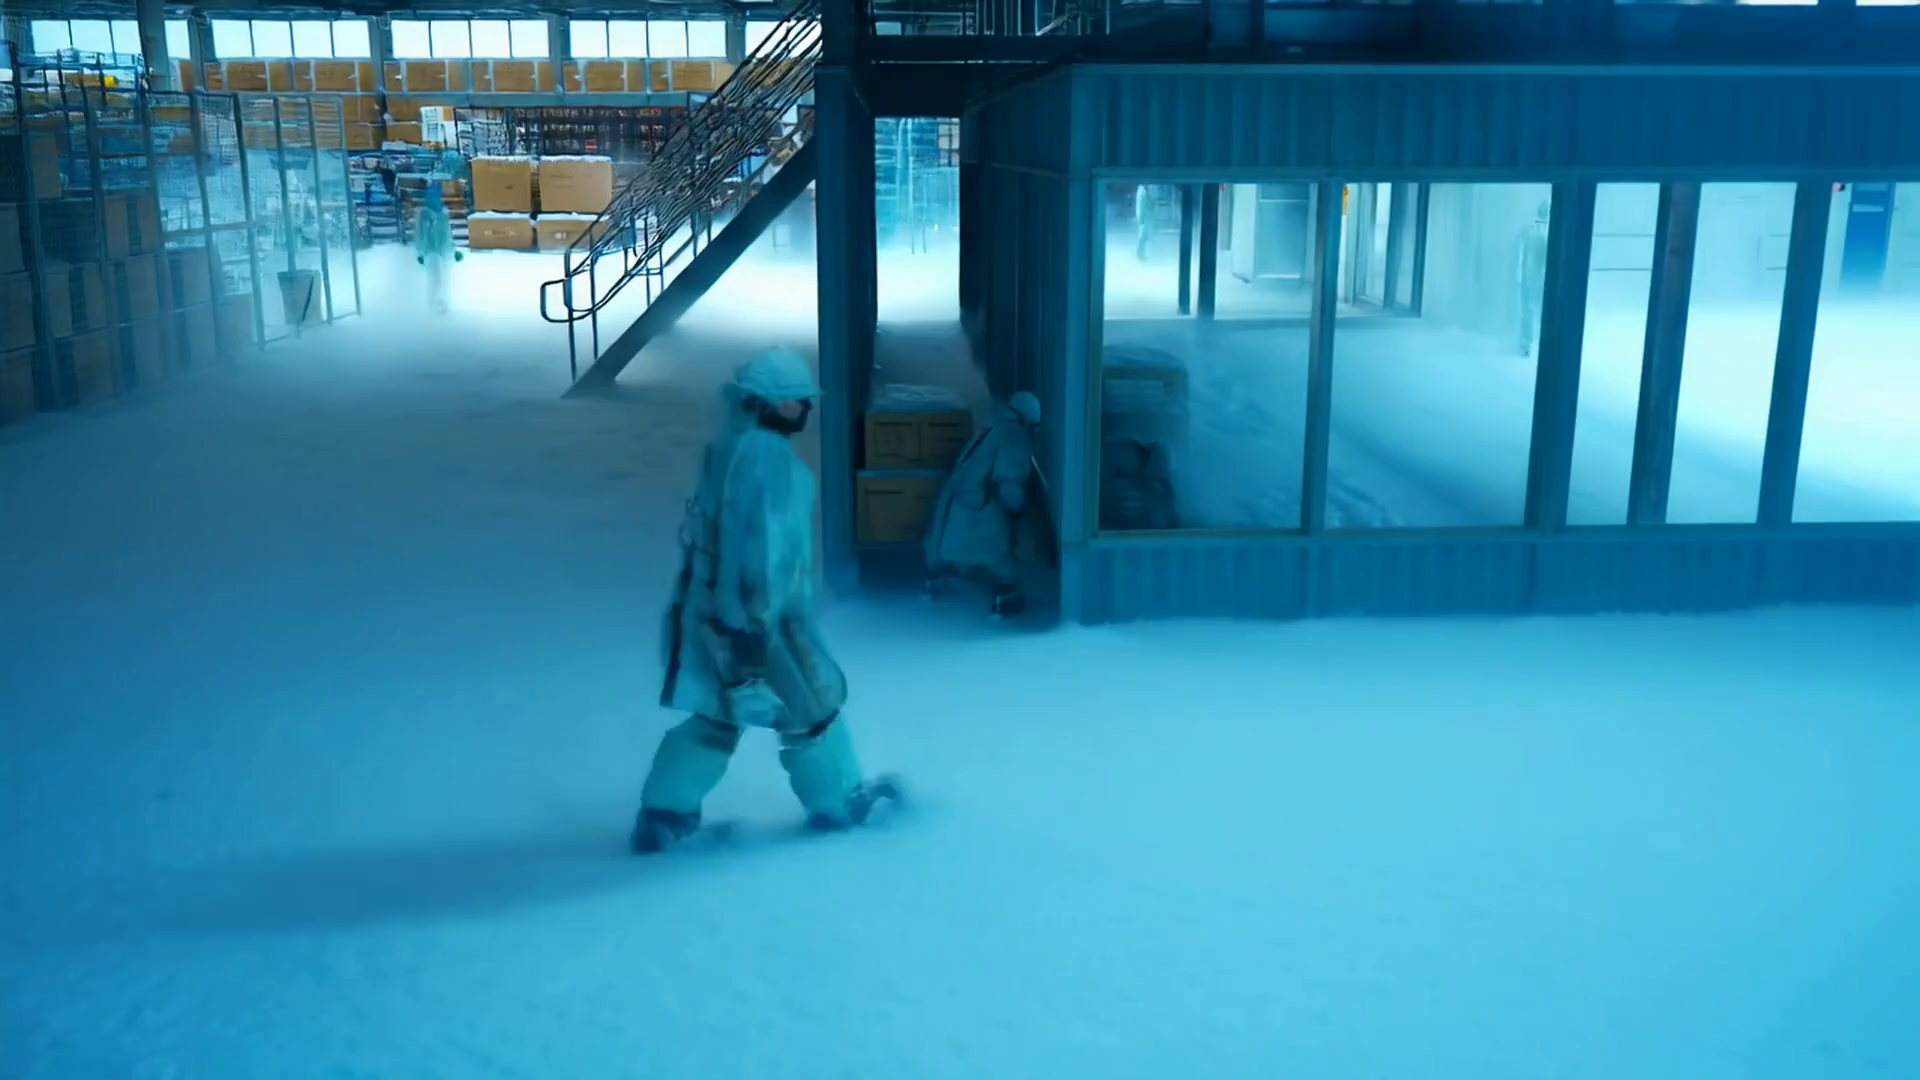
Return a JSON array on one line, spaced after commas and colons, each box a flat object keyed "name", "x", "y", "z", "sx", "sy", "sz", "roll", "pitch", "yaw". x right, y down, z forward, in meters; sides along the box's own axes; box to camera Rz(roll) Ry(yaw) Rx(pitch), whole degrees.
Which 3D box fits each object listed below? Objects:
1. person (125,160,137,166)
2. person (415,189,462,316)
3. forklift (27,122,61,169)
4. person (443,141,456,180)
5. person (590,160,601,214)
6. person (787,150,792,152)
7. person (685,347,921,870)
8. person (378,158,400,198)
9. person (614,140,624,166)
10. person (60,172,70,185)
[{"name": "person", "x": -34.898, "y": -15.565, "z": 70.074, "sx": 0.281, "sy": 1.633, "sz": 0.500, "roll": 13, "pitch": 19, "yaw": 41}, {"name": "person", "x": -7.503, "y": -4.179, "z": 24.192, "sx": 0.800, "sy": 1.810, "sz": 0.633, "roll": 6, "pitch": 15, "yaw": 24}, {"name": "forklift", "x": -35.376, "y": -14.773, "z": 64.377, "sx": 1.129, "sy": 2.768, "sz": 1.873, "roll": -1, "pitch": 14, "yaw": -2}, {"name": "person", "x": -25.108, "y": -18.667, "z": 81.919, "sx": 0.639, "sy": 1.909, "sz": 0.406, "roll": 1, "pitch": 14, "yaw": 3}, {"name": "person", "x": -10.131, "y": -9.655, "z": 46.176, "sx": 0.306, "sy": 1.772, "sz": 0.525, "roll": -5, "pitch": 15, "yaw": -19}, {"name": "person", "x": -8.598, "y": -19.120, "z": 83.878, "sx": 0.452, "sy": 1.829, "sz": 0.597, "roll": 1, "pitch": 14, "yaw": 6}, {"name": "person", "x": -0.647, "y": 0.237, "z": 6.283, "sx": 0.616, "sy": 1.936, "sz": 1.031, "roll": 14, "pitch": 19, "yaw": 43}, {"name": "person", "x": -15.657, "y": -9.553, "z": 45.618, "sx": 0.523, "sy": 1.849, "sz": 0.697, "roll": -2, "pitch": 14, "yaw": -10}, {"name": "person", "x": -17.342, "y": -19.271, "z": 84.297, "sx": 0.621, "sy": 1.935, "sz": 1.045, "roll": -13, "pitch": 19, "yaw": -41}, {"name": "person", "x": -20.494, "y": -7.641, "z": 37.577, "sx": 0.689, "sy": 2.000, "sz": 0.539, "roll": -1, "pitch": 14, "yaw": -5}]
